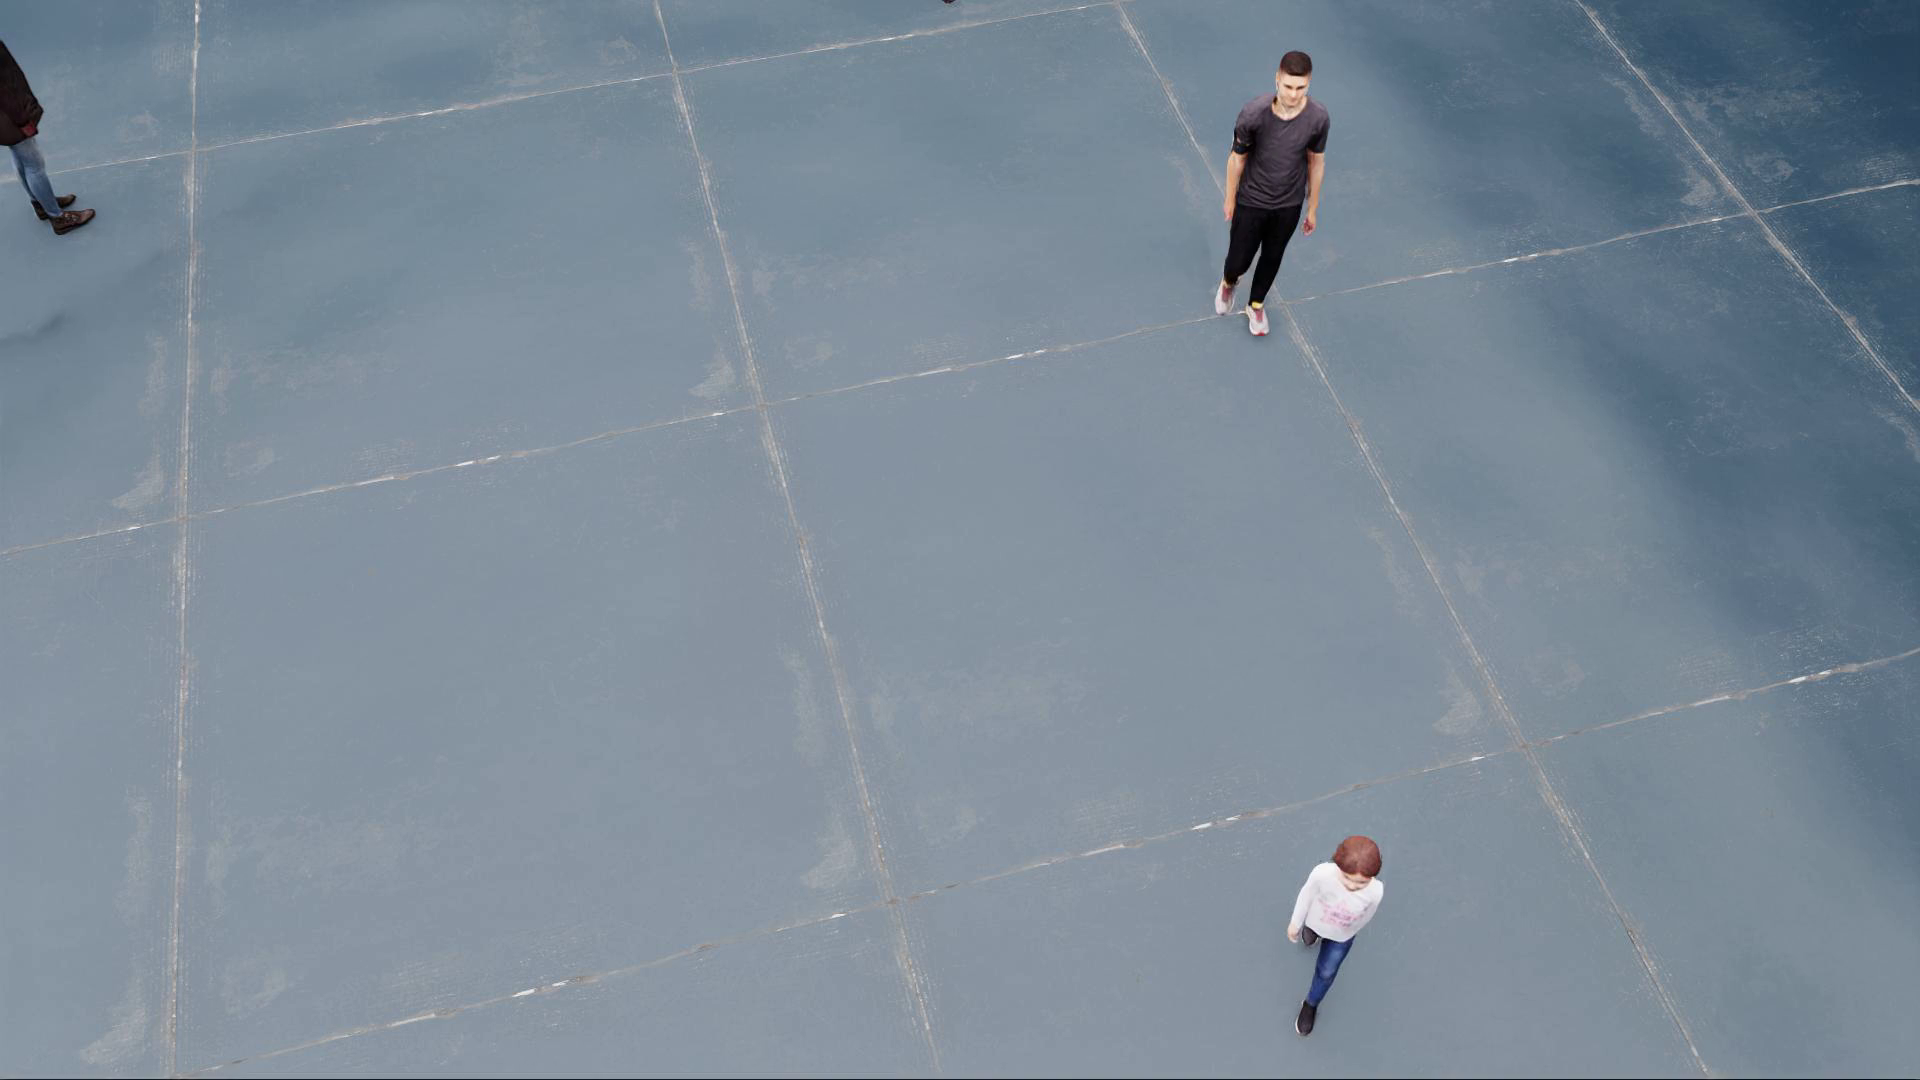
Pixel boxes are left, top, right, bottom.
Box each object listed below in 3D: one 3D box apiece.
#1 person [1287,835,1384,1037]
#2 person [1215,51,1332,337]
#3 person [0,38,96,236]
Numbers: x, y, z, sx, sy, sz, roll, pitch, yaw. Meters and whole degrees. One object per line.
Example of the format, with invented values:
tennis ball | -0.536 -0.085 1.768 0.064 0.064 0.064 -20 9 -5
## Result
person | 1.477 1.441 6.594 0.741 1.089 0.837 20 55 15
person | 1.620 -1.843 8.717 0.697 1.753 0.703 -3 52 -2
person | -5.326 -2.406 9.228 0.777 1.634 0.680 -35 60 -24
